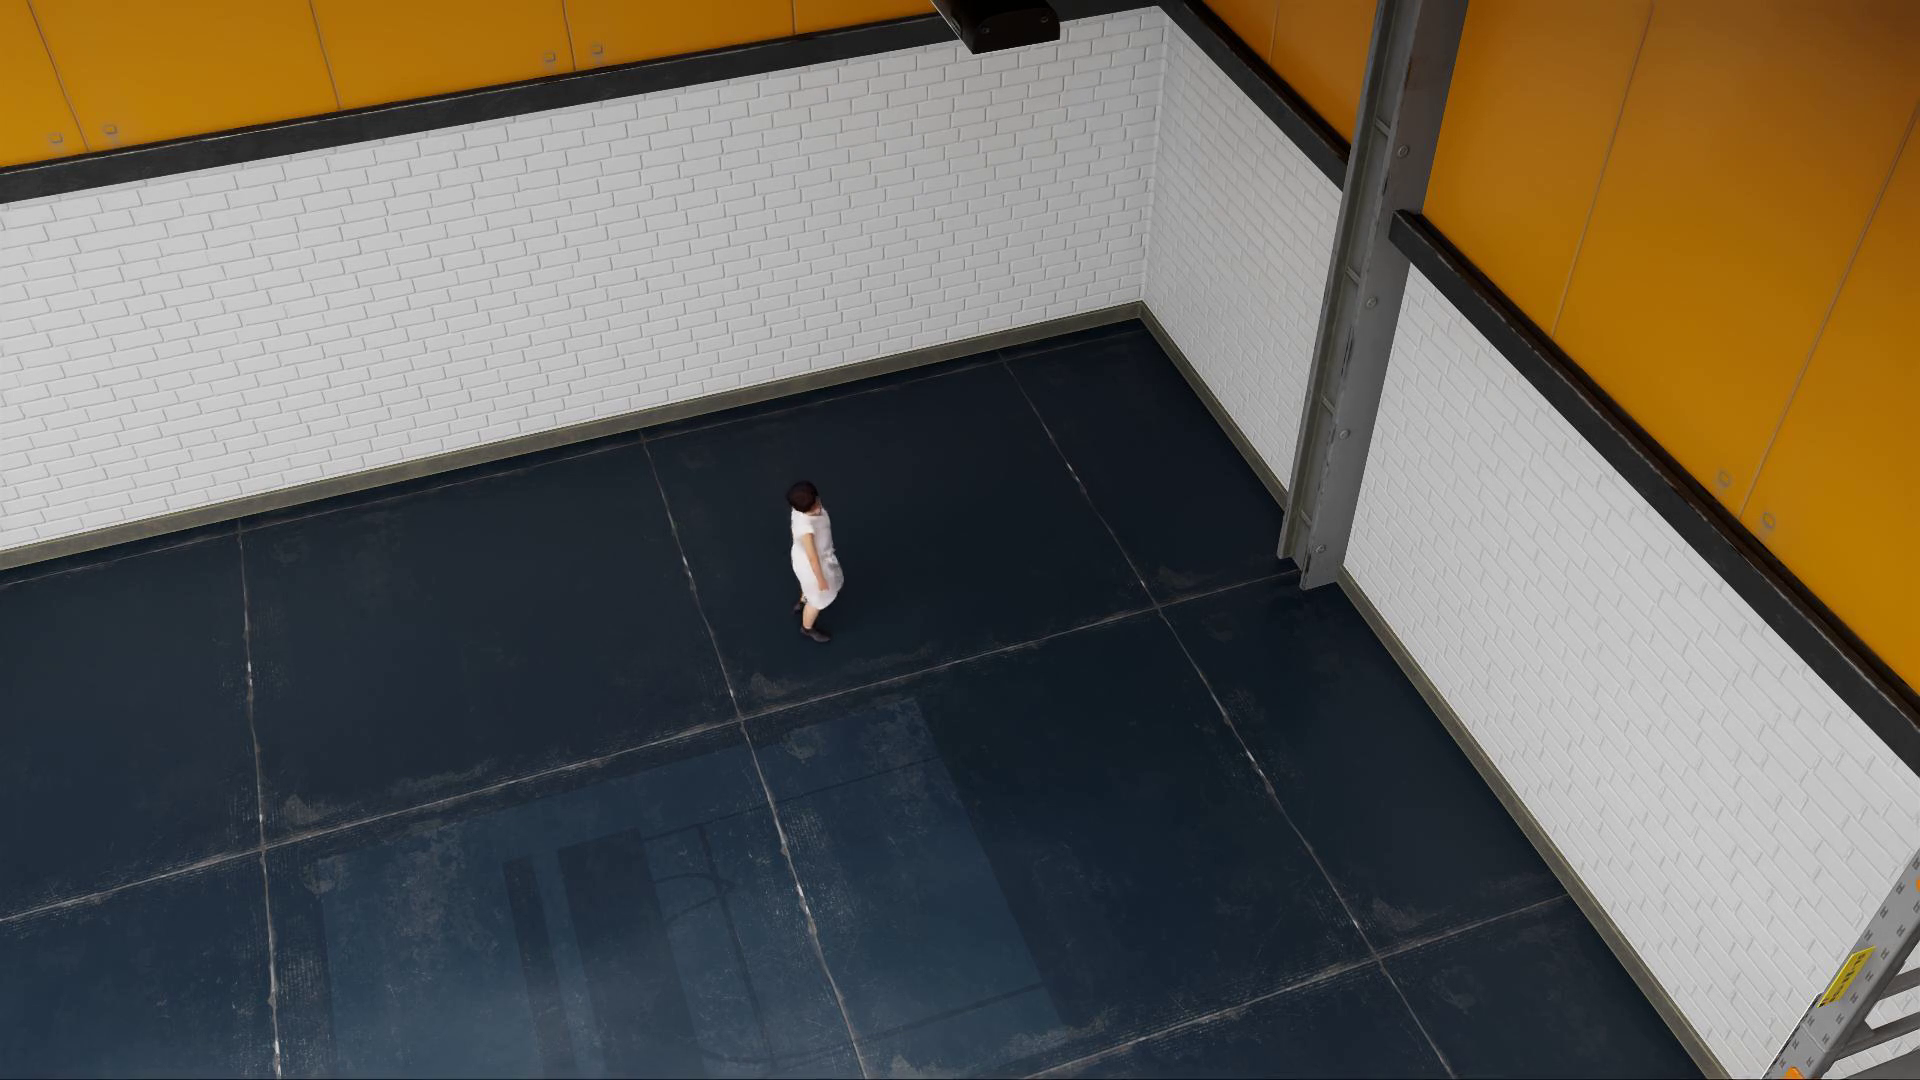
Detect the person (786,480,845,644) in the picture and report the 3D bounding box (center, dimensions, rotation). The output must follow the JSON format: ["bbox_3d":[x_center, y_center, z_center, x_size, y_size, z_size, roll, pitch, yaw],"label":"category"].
[{"bbox_3d":[-0.973,0.138,10.872,0.761,1.523,0.622,-13,45,-13],"label":"person"}]
